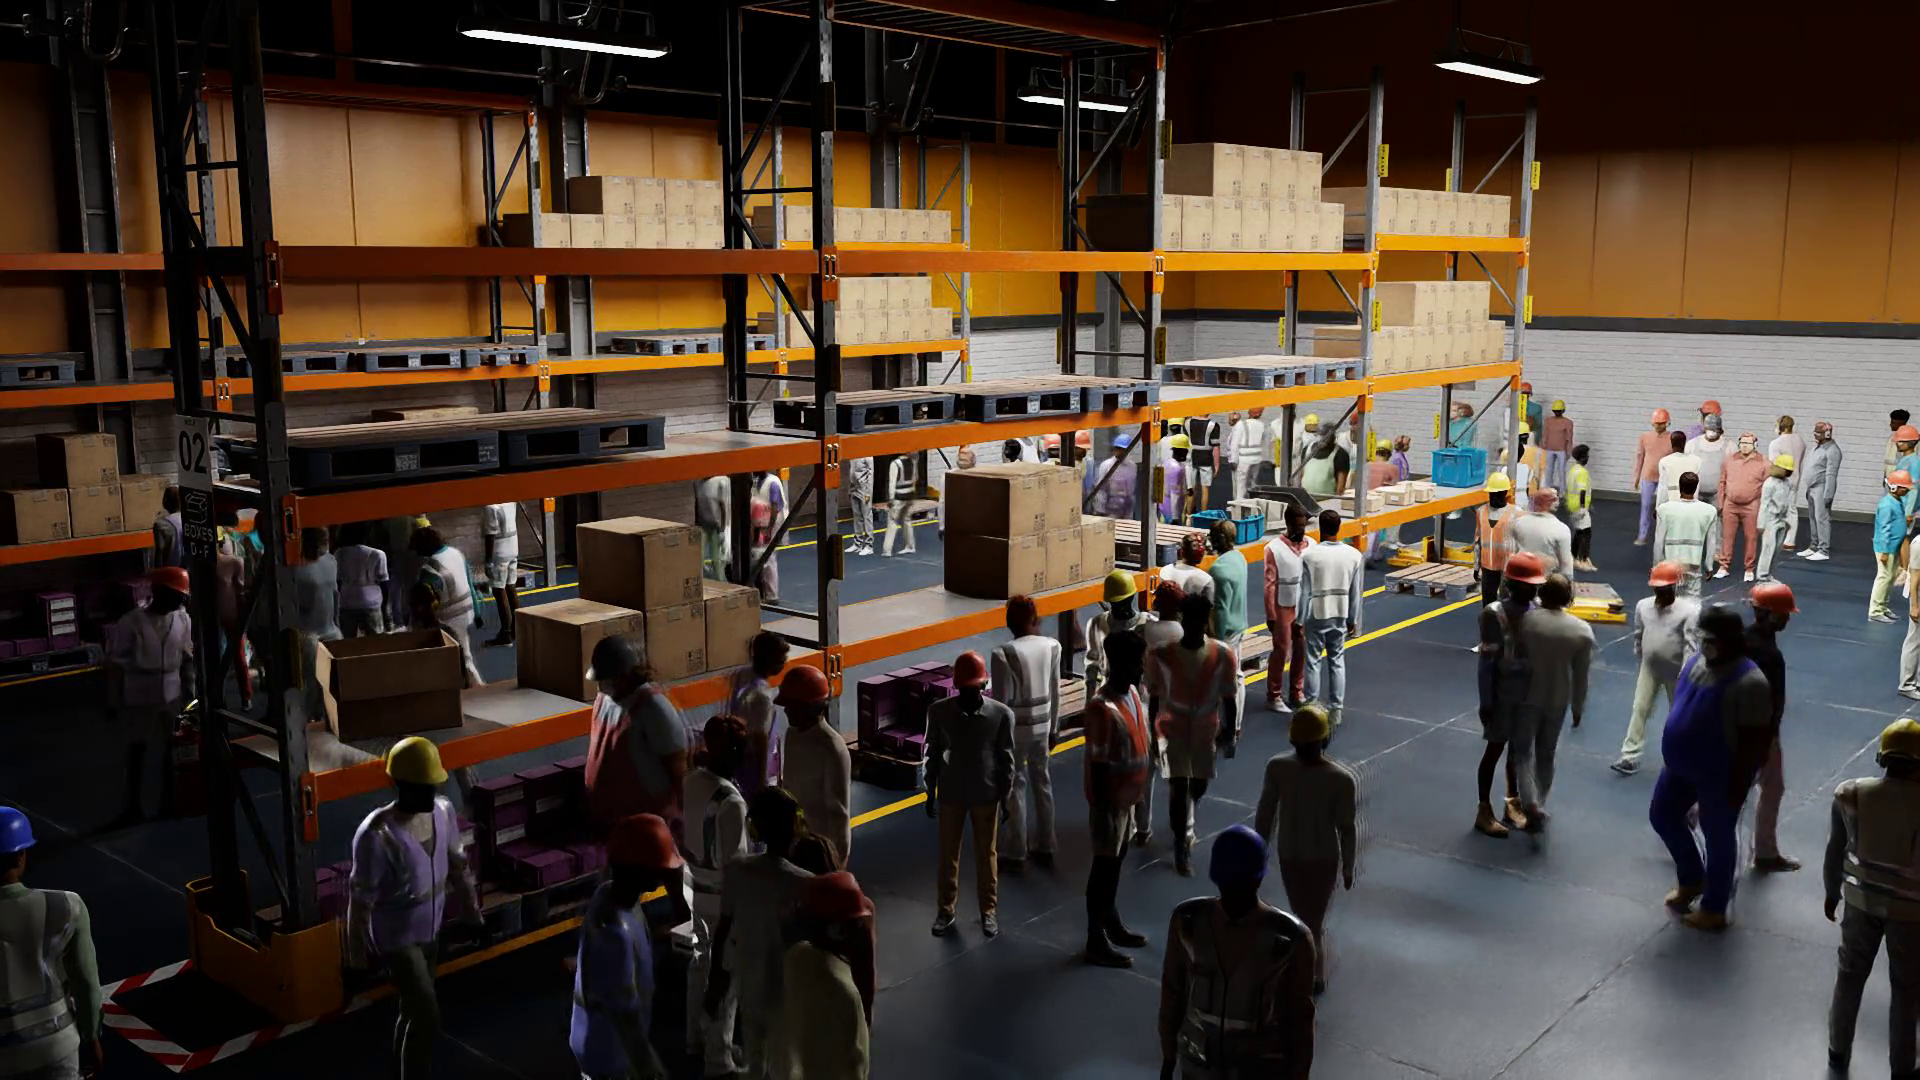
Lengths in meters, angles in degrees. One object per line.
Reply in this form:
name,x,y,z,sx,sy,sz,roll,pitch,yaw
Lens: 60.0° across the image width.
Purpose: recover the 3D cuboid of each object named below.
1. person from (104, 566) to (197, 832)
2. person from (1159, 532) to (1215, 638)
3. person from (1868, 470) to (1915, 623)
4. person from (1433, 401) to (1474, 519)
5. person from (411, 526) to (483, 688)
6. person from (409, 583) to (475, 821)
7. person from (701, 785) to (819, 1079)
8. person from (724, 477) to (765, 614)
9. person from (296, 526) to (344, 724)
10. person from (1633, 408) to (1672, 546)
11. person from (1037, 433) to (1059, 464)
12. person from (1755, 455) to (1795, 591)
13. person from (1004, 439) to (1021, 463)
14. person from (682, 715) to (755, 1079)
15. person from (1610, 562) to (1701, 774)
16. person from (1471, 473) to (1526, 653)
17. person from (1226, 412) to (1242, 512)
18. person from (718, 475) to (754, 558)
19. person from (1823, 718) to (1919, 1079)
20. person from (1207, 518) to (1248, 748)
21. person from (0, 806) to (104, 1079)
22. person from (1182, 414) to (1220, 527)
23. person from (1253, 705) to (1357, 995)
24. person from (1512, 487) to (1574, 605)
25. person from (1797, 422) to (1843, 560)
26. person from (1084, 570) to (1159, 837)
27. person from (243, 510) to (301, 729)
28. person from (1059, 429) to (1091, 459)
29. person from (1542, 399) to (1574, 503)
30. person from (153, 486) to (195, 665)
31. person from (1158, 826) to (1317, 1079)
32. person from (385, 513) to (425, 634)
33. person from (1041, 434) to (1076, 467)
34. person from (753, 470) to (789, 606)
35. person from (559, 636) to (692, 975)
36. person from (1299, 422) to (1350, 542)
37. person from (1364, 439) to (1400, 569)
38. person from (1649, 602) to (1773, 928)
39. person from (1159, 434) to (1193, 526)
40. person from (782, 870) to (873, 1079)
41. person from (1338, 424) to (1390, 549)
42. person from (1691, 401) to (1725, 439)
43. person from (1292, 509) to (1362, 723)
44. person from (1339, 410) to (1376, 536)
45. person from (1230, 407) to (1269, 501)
person,-5.836,1.147,11.934,0.382,1.893,0.723,8,12,40
person,1.875,0.849,13.845,0.374,1.833,0.562,-8,13,-41
person,10.510,0.073,18.758,0.354,1.737,0.574,8,13,41
person,7.753,-1.249,26.206,0.530,1.888,0.639,-7,12,-35
person,-4.564,0.742,14.646,0.936,1.777,0.690,1,10,5
person,-3.766,1.206,11.740,0.571,1.817,0.975,7,12,38
person,-0.782,1.971,7.080,0.769,1.853,0.384,7,12,34
person,-2.496,0.065,18.982,0.545,1.672,0.655,7,12,36
person,-5.382,0.792,13.910,0.450,1.918,0.661,4,10,21
person,9.933,-0.883,23.700,0.622,1.990,0.402,7,12,35
person,1.482,-1.424,27.401,0.385,1.837,0.564,-6,11,-32
person,10.068,-0.219,20.576,0.658,1.717,0.474,-7,12,-36
person,0.717,-0.520,22.413,0.316,1.695,0.540,-3,10,-17
person,-1.182,1.776,8.195,0.340,1.878,0.578,-6,11,-32
person,5.547,1.023,13.172,0.886,1.703,0.570,-8,13,-41
person,5.533,0.256,17.139,0.395,1.919,0.581,-8,12,-38
person,4.487,-1.270,27.095,0.316,1.629,0.509,0,10,3
person,-2.995,-0.547,22.155,0.633,1.852,0.580,-8,12,-39
person,4.629,1.790,8.289,0.414,1.821,0.610,-9,13,-42
person,2.216,0.780,13.934,0.372,1.939,0.629,4,10,24
person,-3.730,2.009,6.587,0.614,1.938,0.407,-5,11,-29
person,3.690,-1.189,25.423,0.611,2.032,0.410,5,11,29
person,1.801,1.734,8.887,0.531,1.726,0.873,8,13,41
person,5.704,0.410,16.369,0.956,1.869,0.655,-5,11,-29
person,11.744,-0.671,22.730,0.400,1.900,0.648,1,10,7
person,1.163,1.147,11.835,0.593,1.911,0.398,4,10,22
person,-5.991,0.681,14.554,0.387,1.930,0.544,8,12,40
person,1.857,-1.302,26.915,0.529,1.759,0.341,0,10,2
person,10.077,-1.504,28.104,0.529,1.759,0.353,9,13,44
person,-7.818,0.374,16.682,0.361,1.834,0.519,7,12,37
person,1.054,2.032,6.431,0.614,1.945,0.394,5,11,26
person,-5.932,0.180,17.829,0.545,1.831,0.498,1,10,7
person,1.136,-0.300,20.256,0.618,1.987,0.409,0,10,0
person,-2.267,-0.135,19.750,0.475,1.830,0.624,-5,11,-30
person,-1.876,1.453,9.609,1.032,2.000,0.715,-8,12,-39
person,4.817,-0.655,22.193,0.733,2.000,1.021,6,11,33
person,5.555,-0.487,22.177,0.537,1.713,0.876,8,13,41
person,4.570,1.359,10.172,0.537,2.000,0.705,-2,10,-14
person,2.707,-0.390,20.978,0.387,1.922,0.629,-1,10,-6
person,-0.536,2.138,6.468,0.660,1.721,0.581,-4,10,-23
person,5.693,-0.750,23.525,0.860,1.804,0.572,4,10,21
person,11.019,-1.031,24.484,0.639,2.027,0.590,-6,11,-32
person,3.230,0.683,14.615,0.604,1.906,0.399,-3,10,-16
person,5.856,-0.976,24.582,0.585,1.881,0.337,-2,10,-10
person,4.560,-1.252,26.305,0.615,1.855,0.470,-4,10,-23
